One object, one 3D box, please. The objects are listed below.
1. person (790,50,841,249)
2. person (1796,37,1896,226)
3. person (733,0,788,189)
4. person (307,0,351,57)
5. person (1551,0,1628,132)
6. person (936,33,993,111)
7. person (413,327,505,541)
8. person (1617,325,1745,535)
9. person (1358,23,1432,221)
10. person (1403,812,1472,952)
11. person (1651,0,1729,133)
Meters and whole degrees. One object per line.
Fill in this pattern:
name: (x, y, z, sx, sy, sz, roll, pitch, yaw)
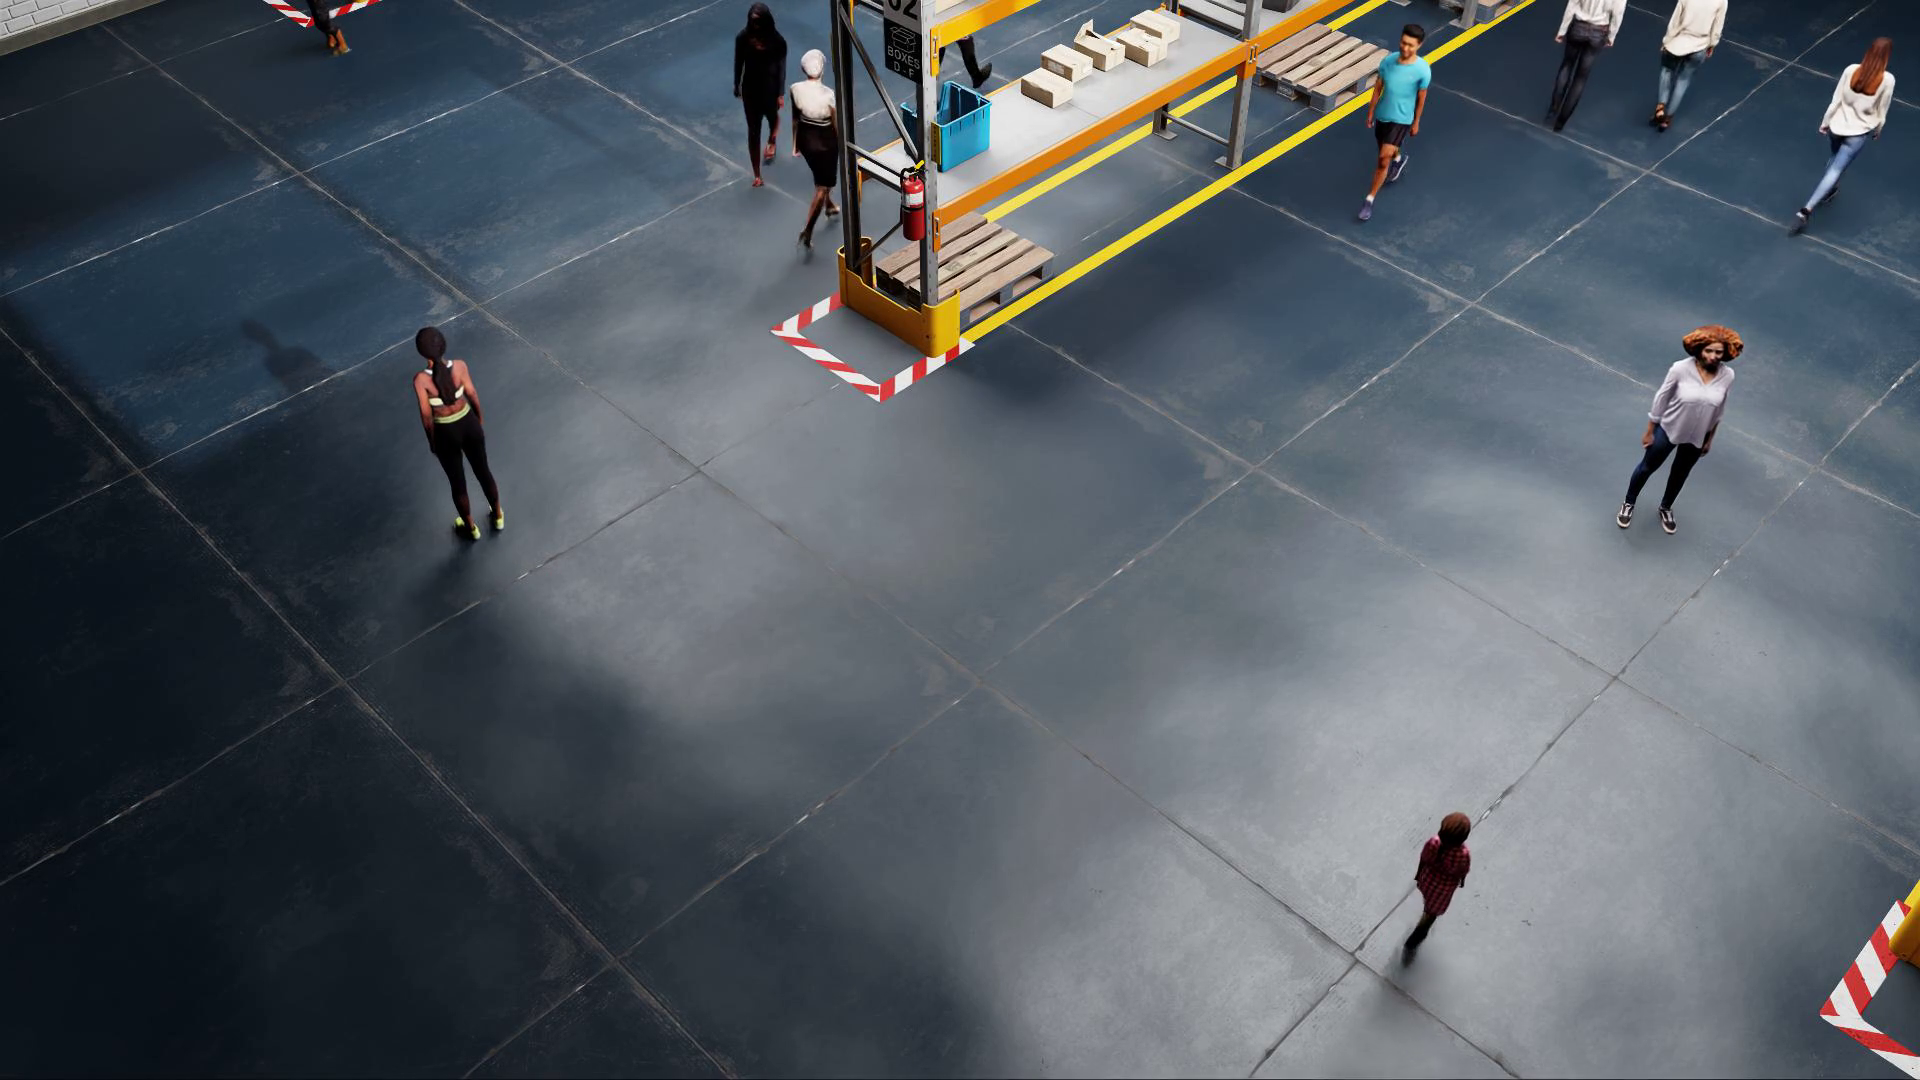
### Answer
person: (-1.250, -3.310, 14.243, 0.897, 1.722, 1.166, 18, 46, 18)
person: (7.728, -3.528, 14.521, 1.133, 1.656, 0.659, -30, 51, -27)
person: (-1.775, -4.126, 15.146, 1.212, 1.659, 1.272, 2, 44, 3)
person: (-6.550, -5.669, 16.914, 0.549, 1.454, 0.620, -29, 51, -27)
person: (5.869, -4.689, 15.599, 0.826, 1.848, 0.899, 18, 46, 18)
person: (-0.159, -4.935, 15.866, 0.908, 1.836, 1.236, 24, 49, 23)
person: (-3.471, -0.727, 11.510, 0.502, 1.754, 0.664, -25, 49, -24)
person: (5.038, -0.788, 11.604, 0.757, 1.712, 0.790, 7, 44, 7)
person: (3.872, -3.756, 14.699, 0.766, 1.739, 1.198, 28, 50, 26)
person: (2.669, 1.906, 9.284, 0.495, 1.012, 0.761, 26, 50, 25)
person: (6.820, -4.595, 15.631, 0.727, 1.669, 0.711, 18, 46, 18)
